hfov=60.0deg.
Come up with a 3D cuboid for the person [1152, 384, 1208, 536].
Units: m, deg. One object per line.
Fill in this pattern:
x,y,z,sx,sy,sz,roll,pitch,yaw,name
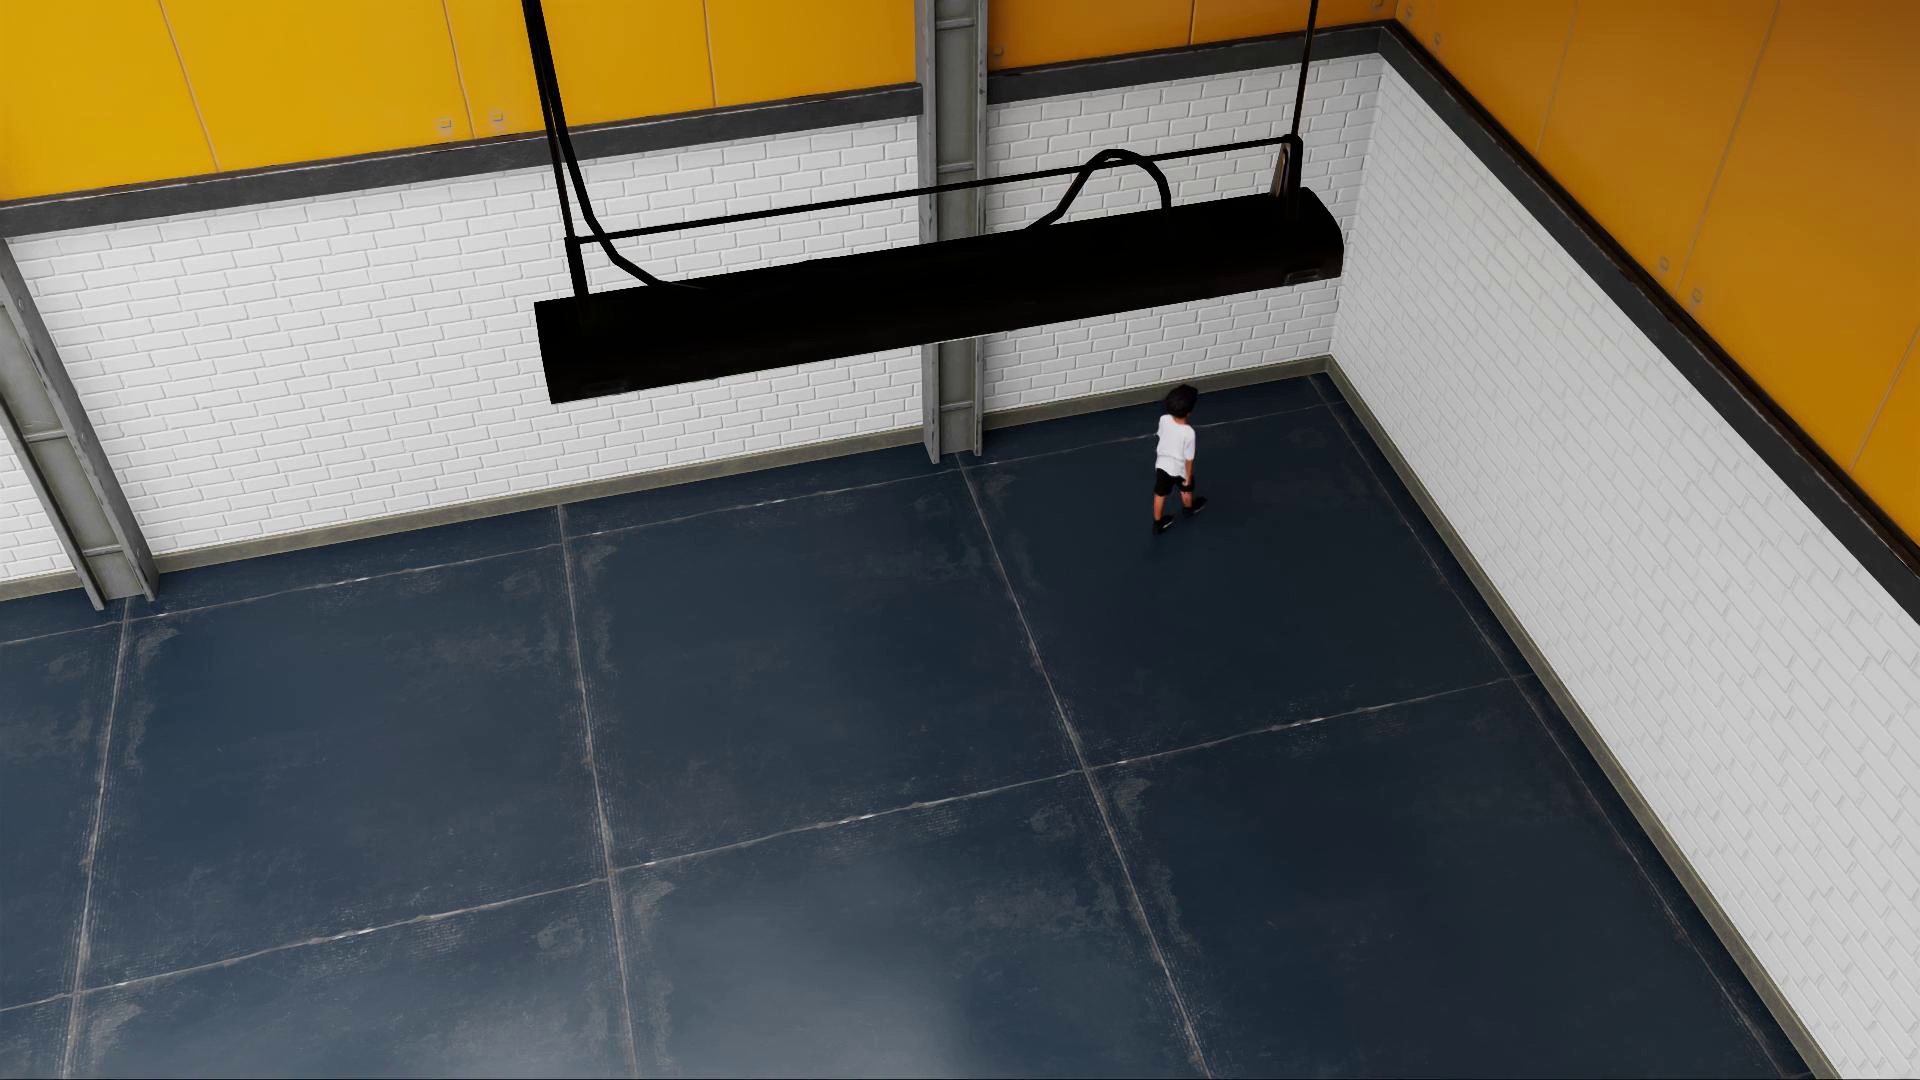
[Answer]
1.475,-0.527,11.713,0.713,1.244,0.819,32,52,29,person
